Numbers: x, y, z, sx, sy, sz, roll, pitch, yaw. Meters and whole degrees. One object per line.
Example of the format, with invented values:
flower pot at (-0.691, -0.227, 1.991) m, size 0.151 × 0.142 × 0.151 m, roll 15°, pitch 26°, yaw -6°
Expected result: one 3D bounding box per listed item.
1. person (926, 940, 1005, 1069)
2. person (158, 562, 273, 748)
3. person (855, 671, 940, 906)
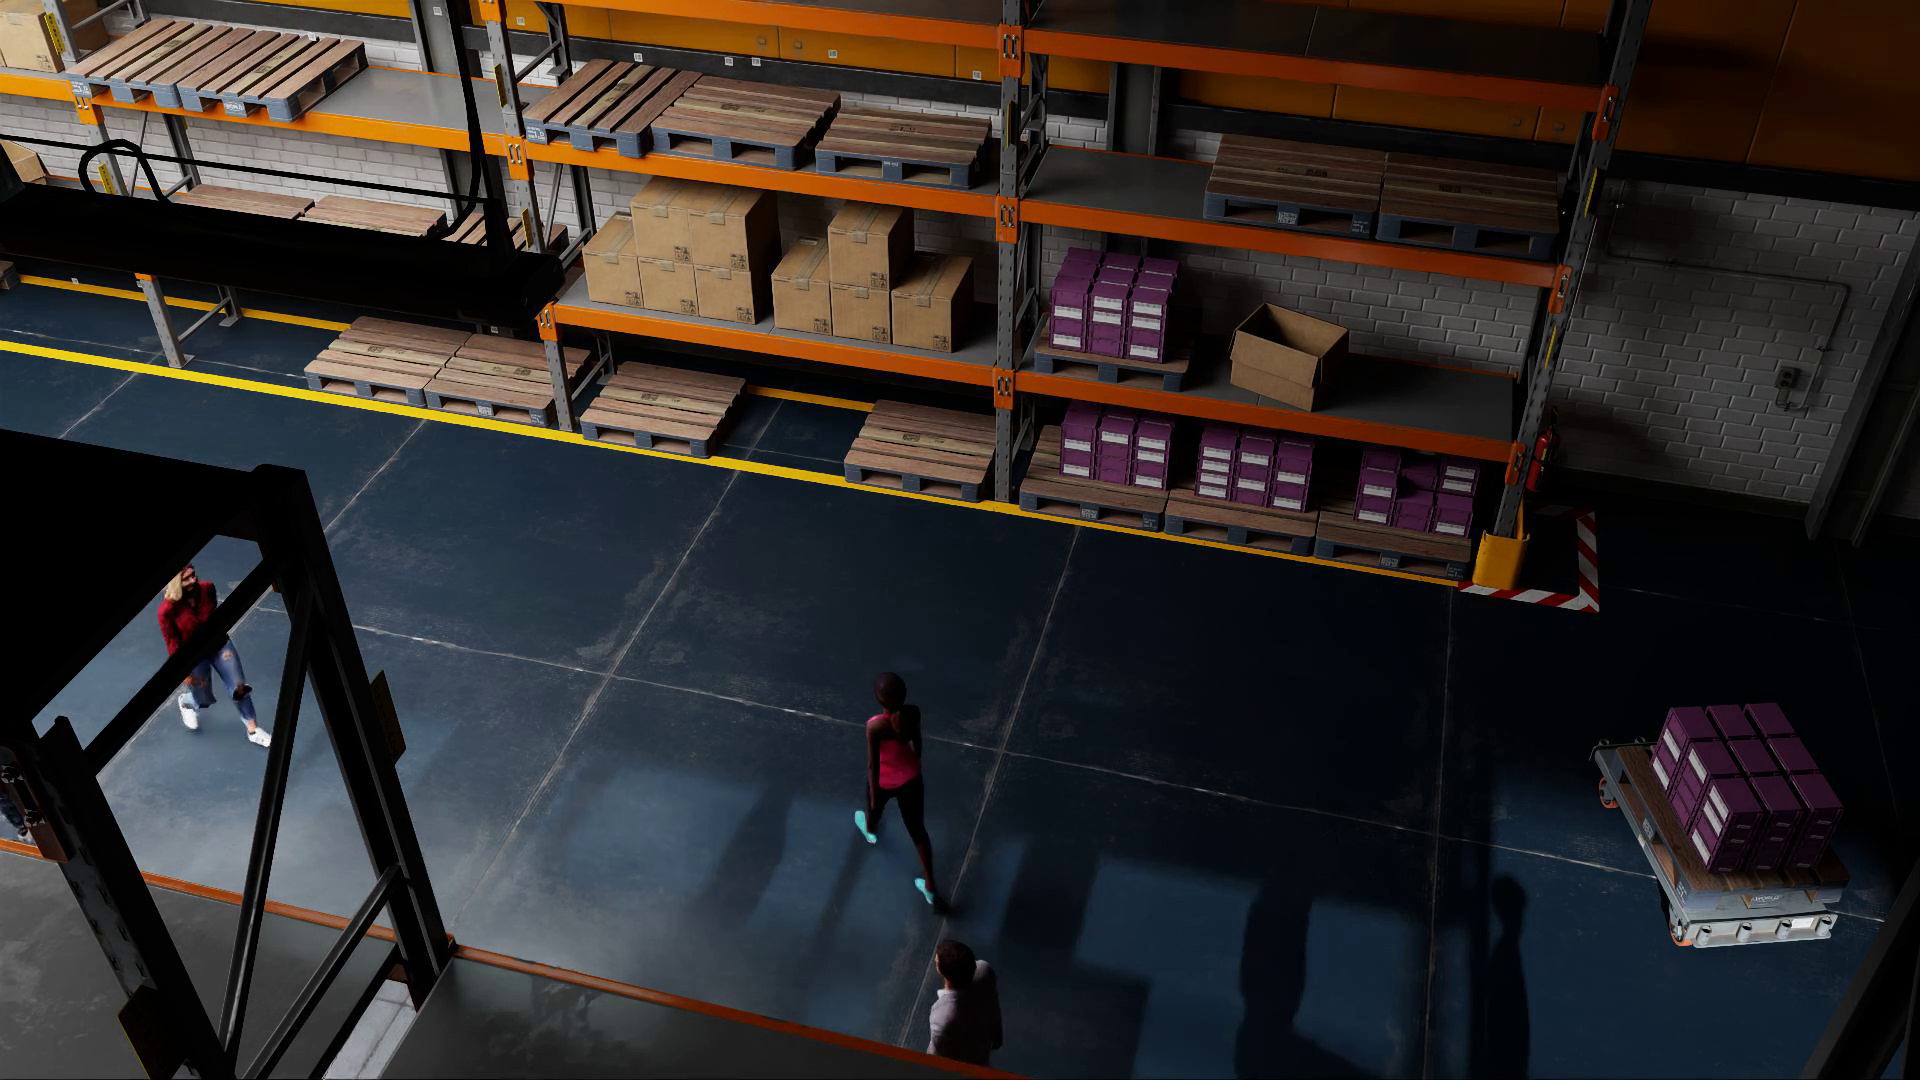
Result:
person at (0.086, 2.759, 8.685) m, size 1.106 × 1.823 × 0.867 m, roll 19°, pitch 42°, yaw 22°
person at (-5.197, 0.771, 11.344) m, size 1.073 × 1.611 × 0.816 m, roll 22°, pitch 44°, yaw 25°
person at (-0.347, 1.559, 10.309) m, size 1.109 × 1.671 × 1.175 m, roll -20°, pitch 43°, yaw -23°
